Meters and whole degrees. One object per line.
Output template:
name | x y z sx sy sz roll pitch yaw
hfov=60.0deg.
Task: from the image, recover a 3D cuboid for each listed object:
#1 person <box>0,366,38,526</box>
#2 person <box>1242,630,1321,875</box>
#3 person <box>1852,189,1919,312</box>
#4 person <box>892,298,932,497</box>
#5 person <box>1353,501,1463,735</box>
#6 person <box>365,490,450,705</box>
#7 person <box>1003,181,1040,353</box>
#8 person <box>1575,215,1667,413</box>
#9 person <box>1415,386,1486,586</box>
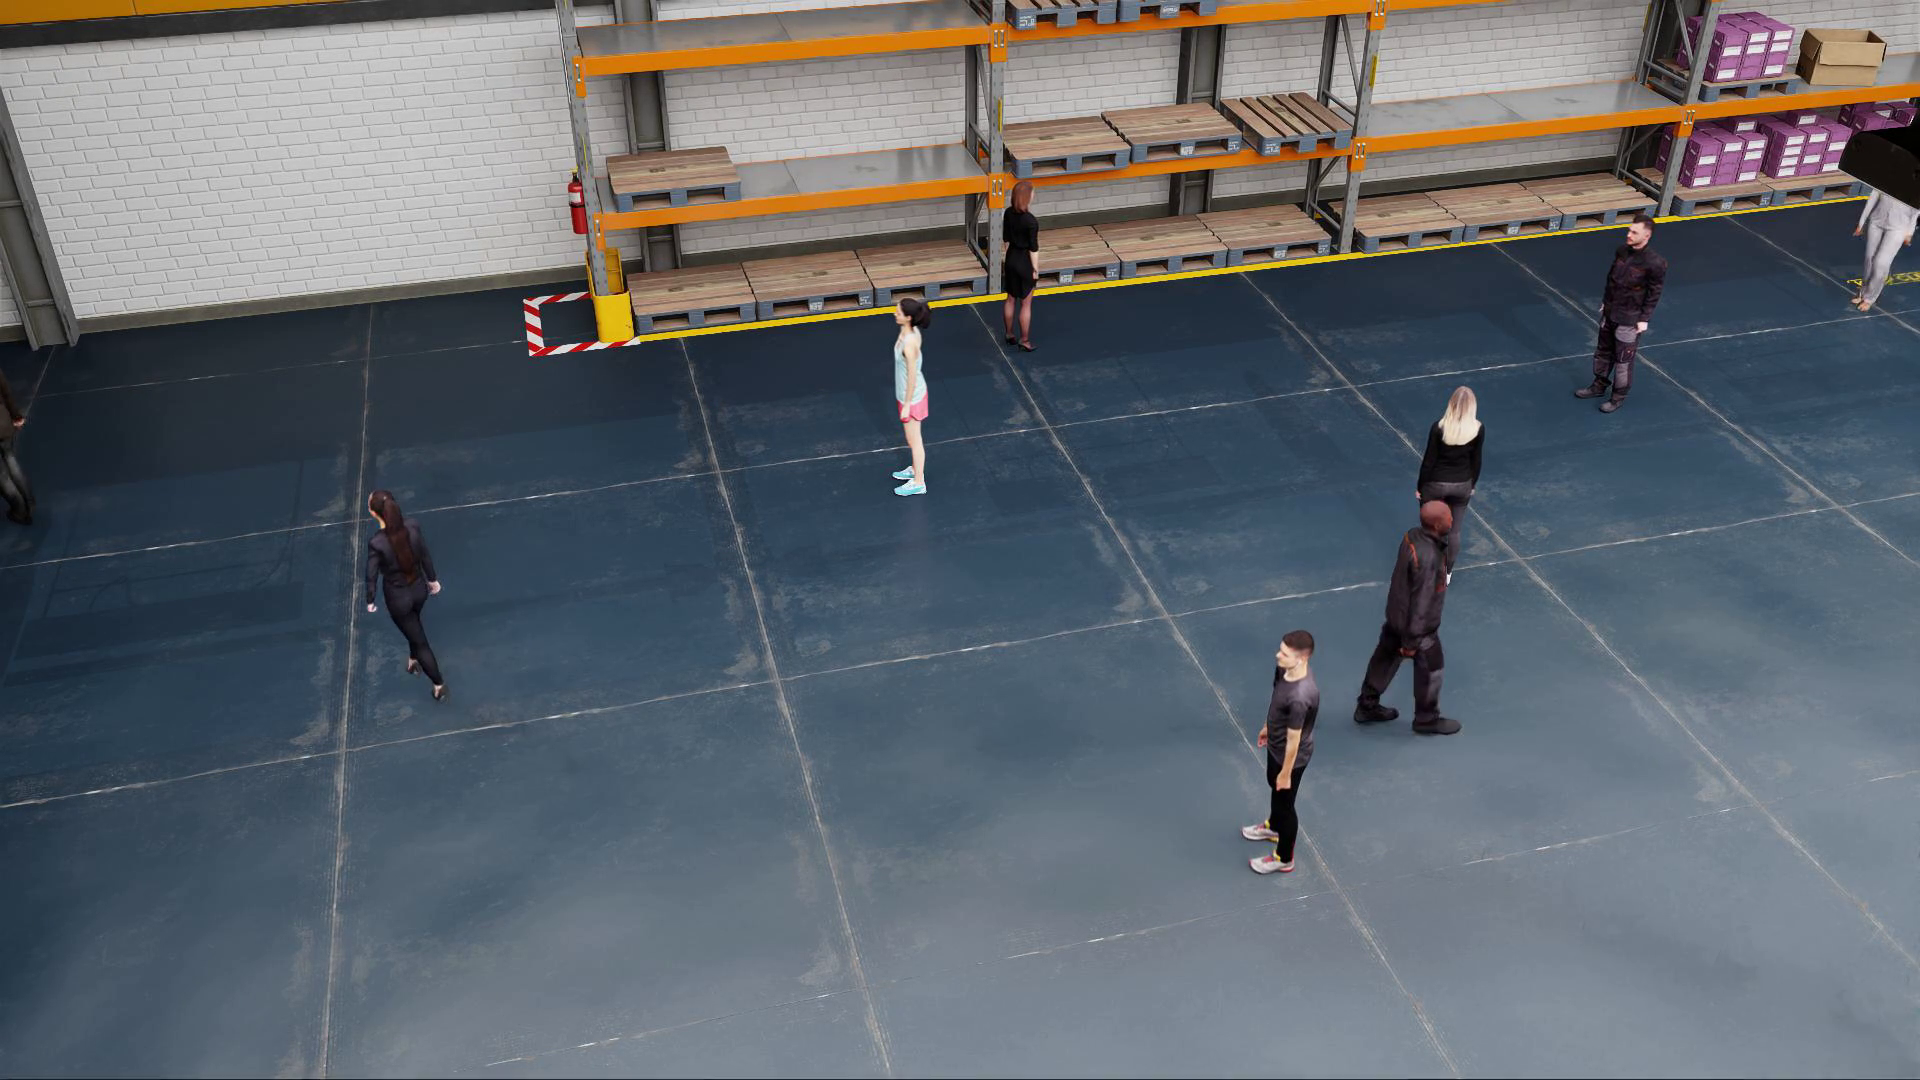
person | -7.697 -0.888 13.242 0.878 1.793 0.804 20 39 28
person | 1.976 1.259 10.042 0.630 1.760 0.687 0 34 -1
person | 9.402 -3.180 16.756 0.779 1.720 0.759 -22 39 -29
person | -0.413 -1.186 13.715 0.644 1.765 0.634 0 34 -1
person | 2.914 0.528 11.102 1.027 1.803 0.860 0 34 0
person | -3.716 0.425 11.359 0.921 1.691 0.875 22 39 29
person | 0.580 -2.620 15.927 0.644 1.705 0.657 -25 41 -33
person | 5.985 -2.057 14.945 0.662 1.854 0.759 -15 36 -21
person | 3.685 -0.396 12.598 0.557 1.686 0.730 0 34 0
